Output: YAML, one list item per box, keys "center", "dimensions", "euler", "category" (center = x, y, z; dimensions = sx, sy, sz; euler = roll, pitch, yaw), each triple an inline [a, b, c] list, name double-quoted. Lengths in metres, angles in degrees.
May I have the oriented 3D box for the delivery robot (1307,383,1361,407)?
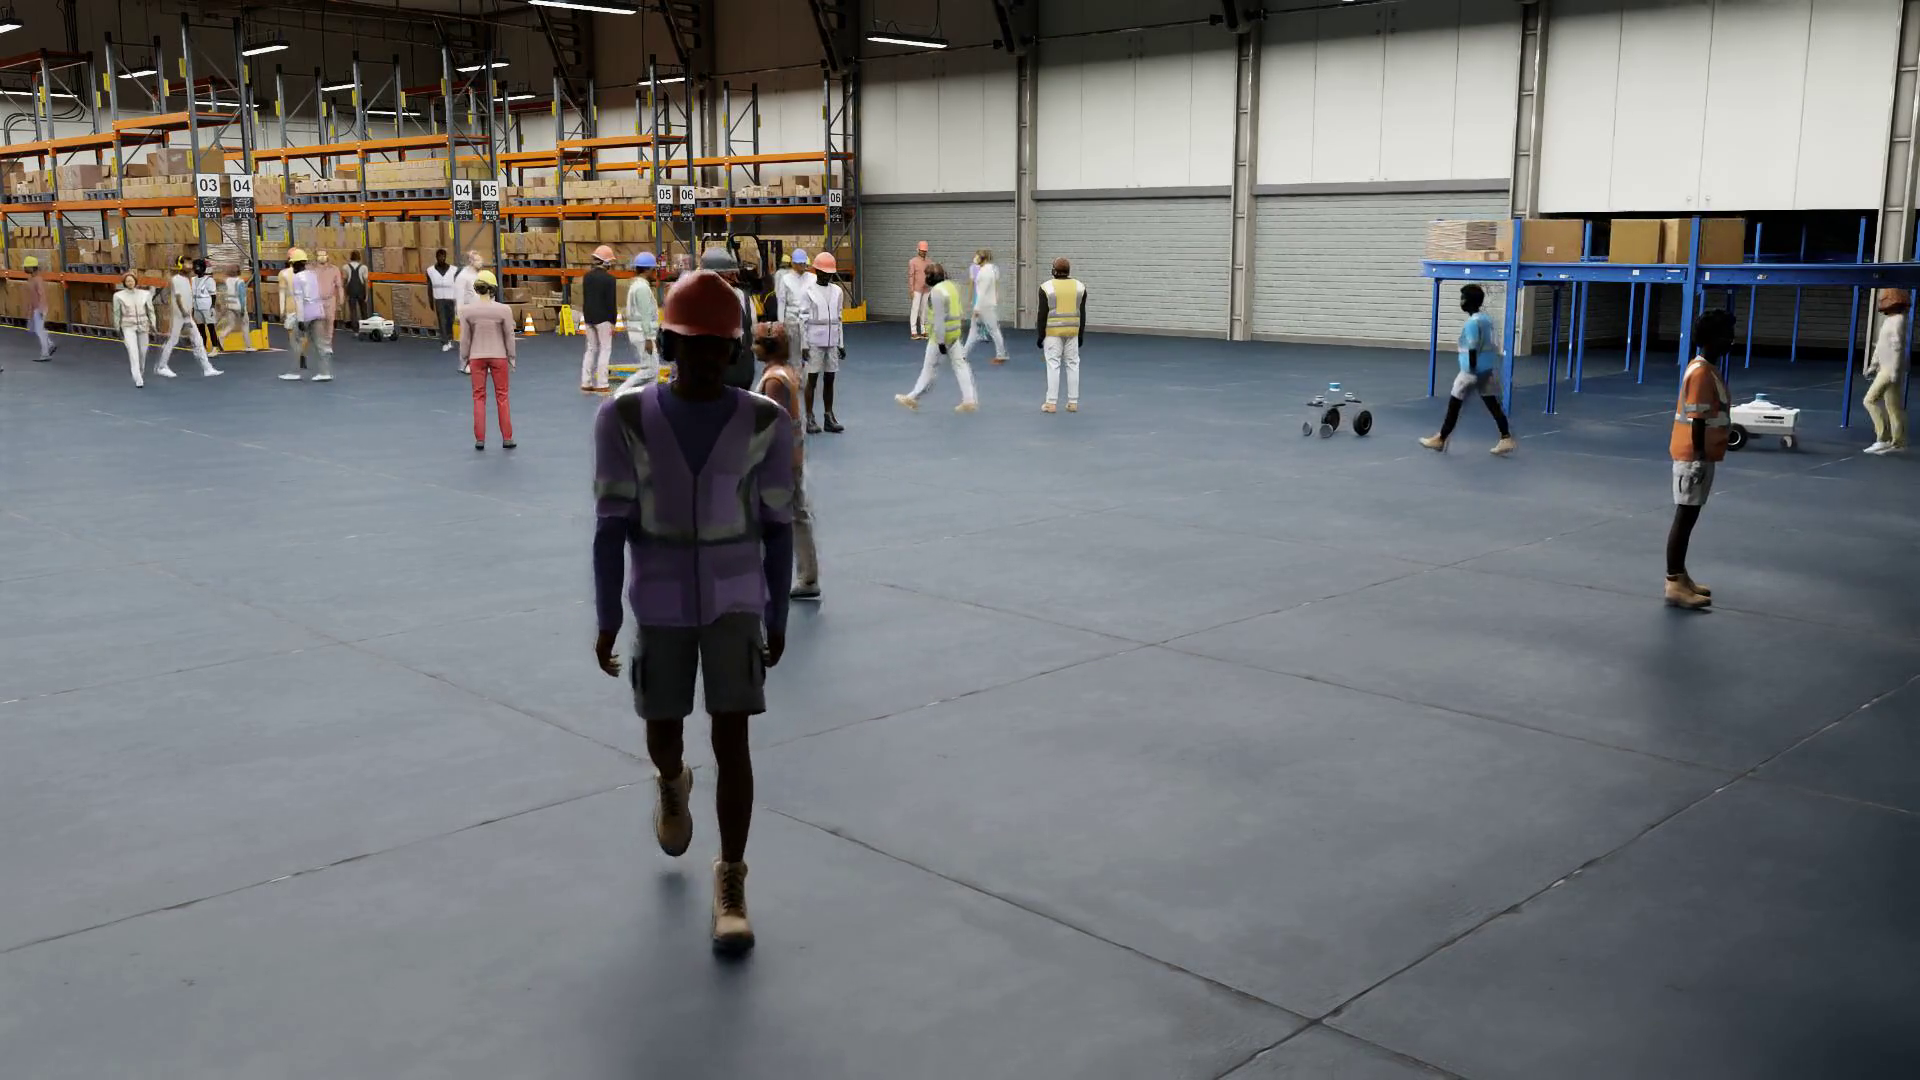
- center: [3.994, -1.557, 17.725]
  dimensions: [0.698, 0.223, 0.335]
  euler: [-9, 14, -41]
  category: "delivery robot"

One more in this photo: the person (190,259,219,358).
- center: [-13.161, -4.026, 28.922]
  dimensions: [0.542, 1.695, 0.316]
  euler: [4, 11, 21]
  category: "person"

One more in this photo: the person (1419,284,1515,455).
- center: [4.976, -1.646, 16.083]
  dimensions: [0.916, 1.653, 0.533]
  euler: [8, 13, 36]
  category: "person"

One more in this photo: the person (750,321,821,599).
- center: [-1.166, -0.453, 9.644]
  dimensions: [0.761, 1.607, 0.538]
  euler: [1, 10, 5]
  category: "person"

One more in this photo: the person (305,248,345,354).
- center: [-11.251, -4.224, 29.485]
  dimensions: [0.680, 1.876, 0.814]
  euler: [-6, 12, -31]
  category: "person"

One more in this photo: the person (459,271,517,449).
- center: [-4.692, -1.790, 16.561]
  dimensions: [0.533, 1.759, 0.331]
  euler: [-2, 11, -9]
  category: "person"

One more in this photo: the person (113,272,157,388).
- center: [-11.647, -2.981, 23.467]
  dimensions: [0.513, 1.608, 0.786]
  euler: [-9, 14, -40]
  category: "person"

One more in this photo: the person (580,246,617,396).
- center: [-4.800, -2.932, 22.247]
  dimensions: [0.624, 1.973, 0.500]
  euler: [8, 13, 36]
  category: "person"

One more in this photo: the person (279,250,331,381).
- center: [-9.582, -3.254, 24.168]
  dimensions: [0.849, 1.889, 0.613]
  euler: [2, 11, 9]
  category: "person"

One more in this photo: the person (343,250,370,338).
- center: [-12.595, -5.148, 34.761]
  dimensions: [0.516, 1.801, 0.898]
  euler: [-3, 11, -14]
  category: "person"

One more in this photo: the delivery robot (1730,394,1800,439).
- center: [7.957, -1.210, 16.541]
  dimensions: [0.707, 0.478, 0.477]
  euler: [5, 11, 25]
  category: "delivery robot"

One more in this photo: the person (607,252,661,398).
- center: [-3.668, -2.322, 19.001]
  dimensions: [0.660, 1.925, 0.620]
  euler: [-2, 11, -11]
  category: "person"

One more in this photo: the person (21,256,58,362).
- center: [-15.553, -3.893, 28.033]
  dimensions: [0.395, 1.751, 0.549]
  euler: [-10, 14, -42]
  category: "person"

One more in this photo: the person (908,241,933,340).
- center: [-0.780, -5.107, 34.016]
  dimensions: [0.610, 1.989, 0.392]
  euler: [-8, 13, -38]
  category: "person"

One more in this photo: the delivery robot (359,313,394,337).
- center: [-11.758, -4.321, 33.507]
  dimensions: [0.707, 0.478, 0.477]
  euler: [6, 12, 28]
  category: "delivery robot"

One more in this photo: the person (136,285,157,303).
- center: [-19.910, -6.250, 40.668]
  dimensions: [0.573, 1.857, 0.879]
  euler: [-8, 13, -38]
  category: "person"

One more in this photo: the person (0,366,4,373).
- center: [-14.771, -3.340, 24.640]
  dimensions: [0.984, 1.892, 0.648]
  euler: [0, 10, -2]
  category: "person"

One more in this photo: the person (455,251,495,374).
- center: [-7.275, -3.447, 25.295]
  dimensions: [0.970, 1.857, 0.659]
  euler: [3, 11, 17]
  category: "person"

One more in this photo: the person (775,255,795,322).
- center: [-3.674, -5.184, 35.229]
  dimensions: [0.506, 1.687, 0.915]
  euler: [-5, 12, -25]
  category: "person"

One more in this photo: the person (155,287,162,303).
- center: [-20.743, -6.648, 42.563]
  dimensions: [0.355, 1.936, 0.633]
  euler: [9, 14, 41]
  category: "person"

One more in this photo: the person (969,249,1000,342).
- center: [0.500, -4.847, 33.029]
  dimensions: [0.613, 1.823, 0.567]
  euler: [-2, 11, -13]
  category: "person"

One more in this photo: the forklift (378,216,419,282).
- center: [-17.868, -9.201, 54.028]
  dimensions: [1.873, 2.768, 1.129]
  euler: [-10, 14, -44]
  category: "forklift"

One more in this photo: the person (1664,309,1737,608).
- center: [4.250, -0.478, 9.562]
  dimensions: [0.319, 1.698, 0.539]
  euler: [5, 12, 26]
  category: "person"

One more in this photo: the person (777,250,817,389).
- center: [-2.183, -3.007, 22.799]
  dimensions: [0.636, 1.897, 0.969]
  euler: [-2, 11, -11]
  category: "person"

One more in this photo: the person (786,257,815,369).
- center: [-2.441, -3.596, 26.260]
  dimensions: [0.601, 1.813, 0.650]
  euler: [-4, 11, -23]
  category: "person"

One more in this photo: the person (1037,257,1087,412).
- center: [1.210, -2.473, 20.056]
  dimensions: [0.622, 1.844, 0.429]
  euler: [-4, 11, -19]
  category: "person"

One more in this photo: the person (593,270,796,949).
- center: [-0.816, 0.173, 5.175]
  dimensions: [0.619, 2.017, 0.869]
  euler: [-2, 11, -9]
  category: "person"

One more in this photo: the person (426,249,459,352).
- center: [-9.577, -4.468, 30.883]
  dimensions: [0.602, 1.880, 0.975]
  euler: [-4, 11, -20]
  category: "person"

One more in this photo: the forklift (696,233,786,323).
- center: [-5.496, -6.489, 41.108]
  dimensions: [2.313, 2.155, 1.214]
  euler: [-10, 14, -44]
  category: "forklift"

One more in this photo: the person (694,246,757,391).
- center: [-1.840, -1.234, 12.872]
  dimensions: [0.605, 2.000, 0.699]
  euler: [4, 11, 20]
  category: "person"

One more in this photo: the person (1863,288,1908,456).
- center: [8.943, -1.619, 16.054]
  dimensions: [0.508, 1.606, 0.512]
  euler: [5, 11, 23]
  category: "person"

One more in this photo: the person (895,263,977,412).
- center: [-0.256, -2.421, 19.922]
  dimensions: [1.002, 1.772, 0.684]
  euler: [5, 11, 25]
  category: "person"

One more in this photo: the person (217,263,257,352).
- center: [-13.118, -4.196, 30.054]
  dimensions: [0.517, 1.619, 0.696]
  euler: [5, 12, 27]
  category: "person"

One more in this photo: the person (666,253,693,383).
- center: [-3.680, -2.982, 22.785]
  dimensions: [0.939, 1.871, 0.683]
  euler: [-1, 10, -6]
  category: "person"

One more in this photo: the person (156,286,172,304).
- center: [-19.077, -6.120, 40.004]
  dimensions: [0.434, 1.814, 0.605]
  euler: [8, 13, 39]
  category: "person"

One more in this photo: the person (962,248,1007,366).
- center: [0.307, -3.786, 27.080]
  dimensions: [1.000, 1.885, 0.658]
  euler: [0, 10, -1]
  category: "person"

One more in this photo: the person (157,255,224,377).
- center: [-11.647, -3.353, 24.946]
  dimensions: [0.994, 1.818, 0.501]
  euler: [1, 10, 4]
  category: "person"

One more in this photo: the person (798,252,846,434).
- center: [-1.465, -2.119, 17.893]
  dimensions: [0.543, 1.928, 0.371]
  euler: [-8, 13, -37]
  category: "person"

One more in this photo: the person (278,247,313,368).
- center: [-10.598, -3.712, 26.590]
  dimensions: [0.577, 1.920, 0.430]
  euler: [-7, 13, -35]
  category: "person"

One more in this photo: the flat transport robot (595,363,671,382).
- center: [-4.620, -2.442, 24.292]
  dimensions: [1.431, 0.197, 0.652]
  euler: [9, 13, 39]
  category: "flat transport robot"
